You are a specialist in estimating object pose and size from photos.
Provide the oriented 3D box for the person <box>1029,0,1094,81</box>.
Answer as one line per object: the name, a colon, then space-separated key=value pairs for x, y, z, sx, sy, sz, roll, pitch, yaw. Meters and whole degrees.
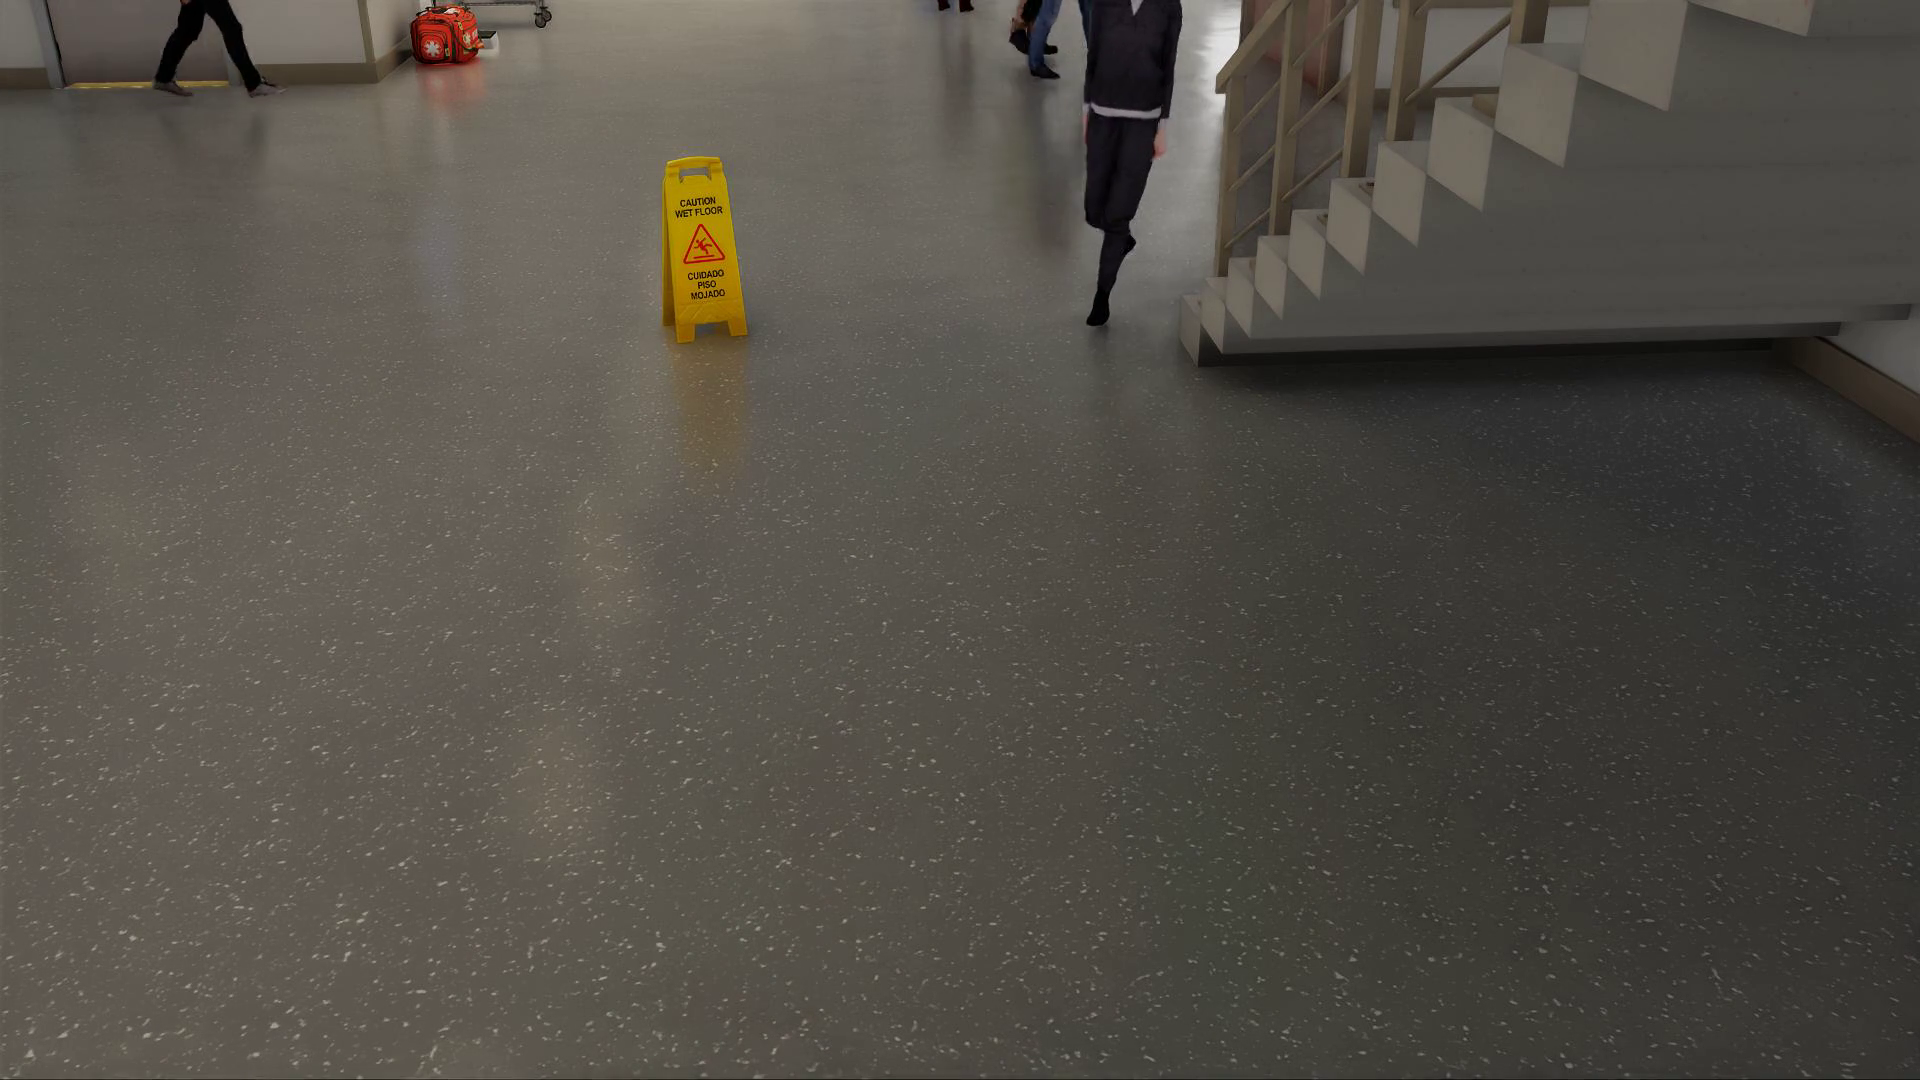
person: x=0.734 y=-4.419 z=12.675 sx=1.116 sy=1.815 sz=1.073 roll=19 pitch=32 yaw=35

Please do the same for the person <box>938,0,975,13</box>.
person: x=-0.041 y=-6.031 z=16.143 sx=0.656 sy=1.706 sz=0.679 roll=13 pitch=29 yaw=25

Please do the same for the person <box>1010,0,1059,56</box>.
person: x=0.556 y=-4.946 z=13.738 sx=0.929 sy=1.840 sz=0.868 roll=20 pitch=32 yaw=36

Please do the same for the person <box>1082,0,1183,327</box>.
person: x=0.769 y=-1.829 z=7.368 sx=0.819 sy=1.758 sz=0.950 roll=13 pitch=29 yaw=25

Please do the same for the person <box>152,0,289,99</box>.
person: x=-5.562 y=-4.006 z=11.926 sx=0.898 sy=1.721 sz=1.157 roll=-9 pitch=27 yaw=-18
